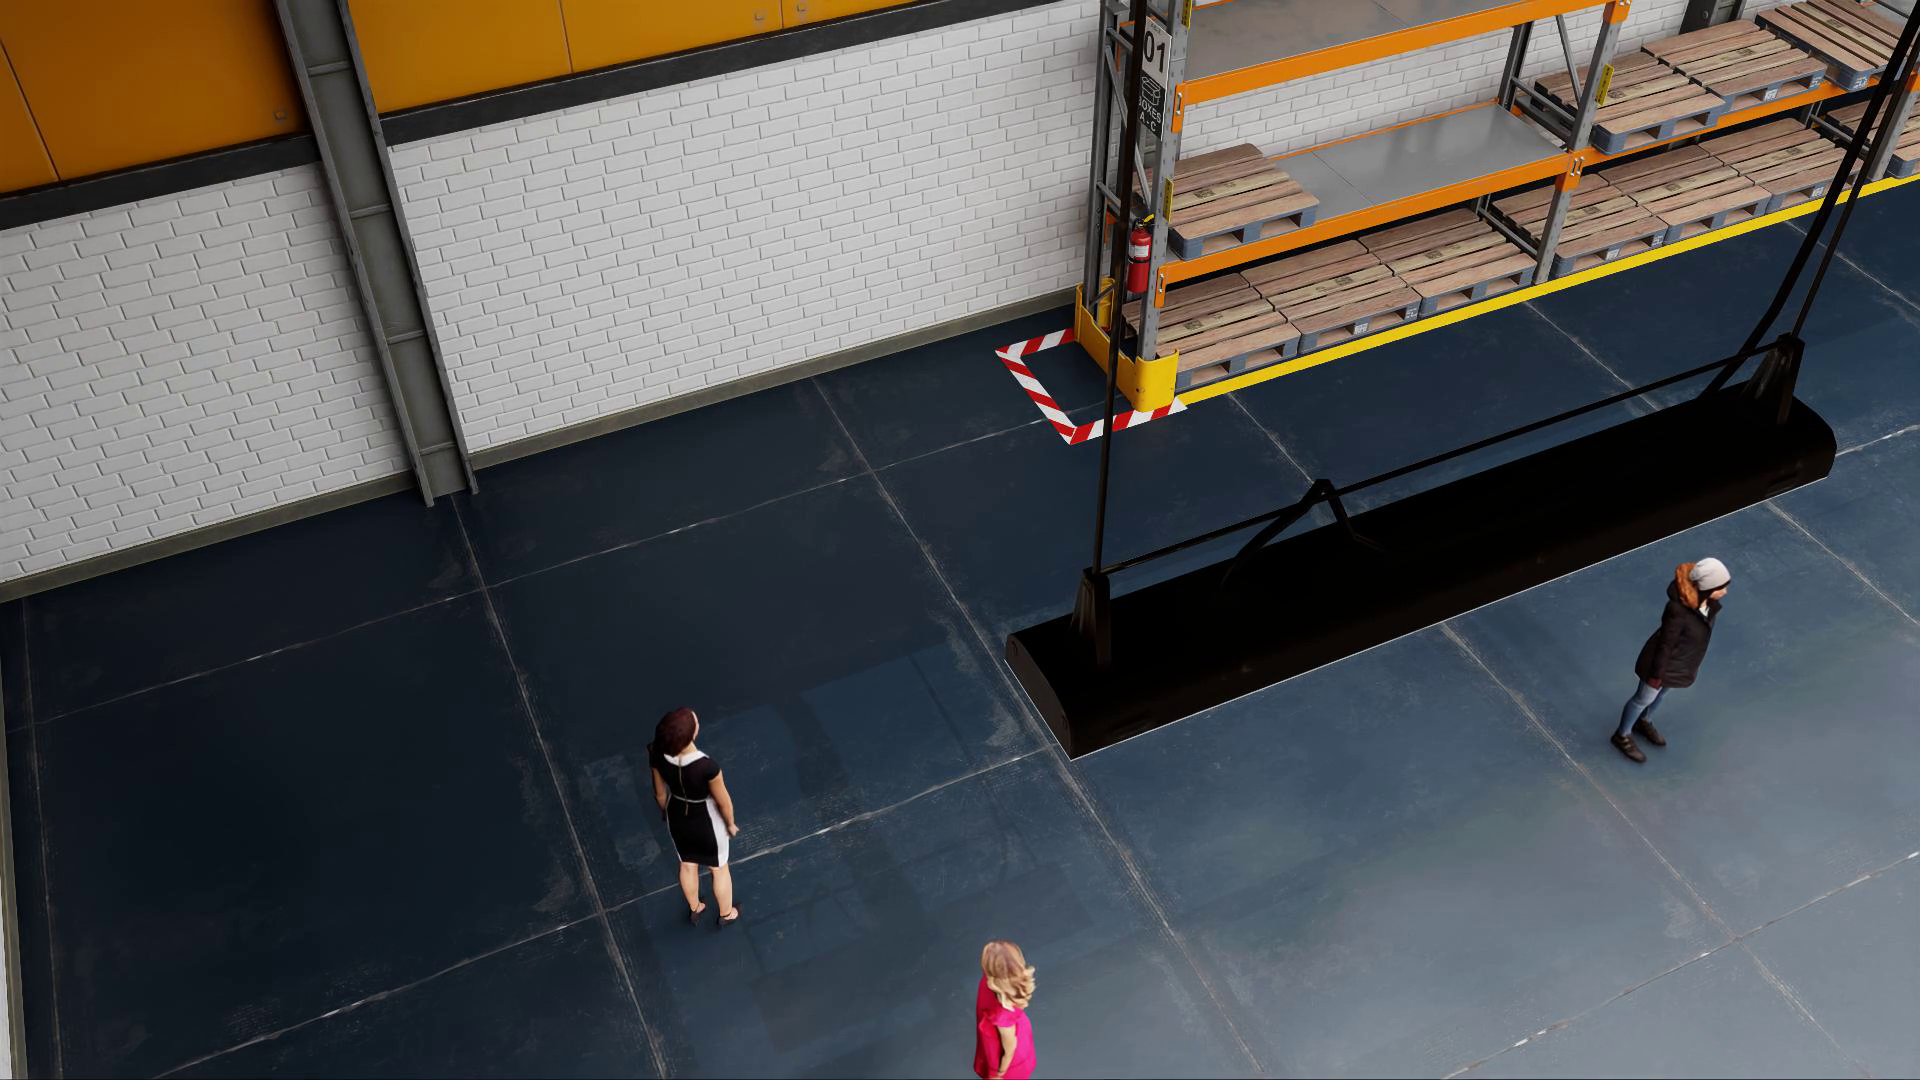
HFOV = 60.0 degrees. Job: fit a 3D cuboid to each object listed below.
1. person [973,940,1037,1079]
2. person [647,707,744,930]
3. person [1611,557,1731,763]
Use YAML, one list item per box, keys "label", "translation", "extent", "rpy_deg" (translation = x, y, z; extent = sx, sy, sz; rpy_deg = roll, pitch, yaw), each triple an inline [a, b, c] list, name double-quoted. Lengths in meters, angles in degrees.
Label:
- label: "person"
  translation: [0.241, 2.520, 8.343]
  extent: [0.692, 1.727, 0.664]
  rpy_deg: [5, 44, 5]
- label: "person"
  translation: [-1.470, 1.577, 9.284]
  extent: [0.640, 1.795, 0.718]
  rpy_deg: [11, 45, 11]
- label: "person"
  translation: [4.400, 0.713, 10.306]
  extent: [0.606, 1.636, 0.737]
  rpy_deg: [-28, 50, -26]
